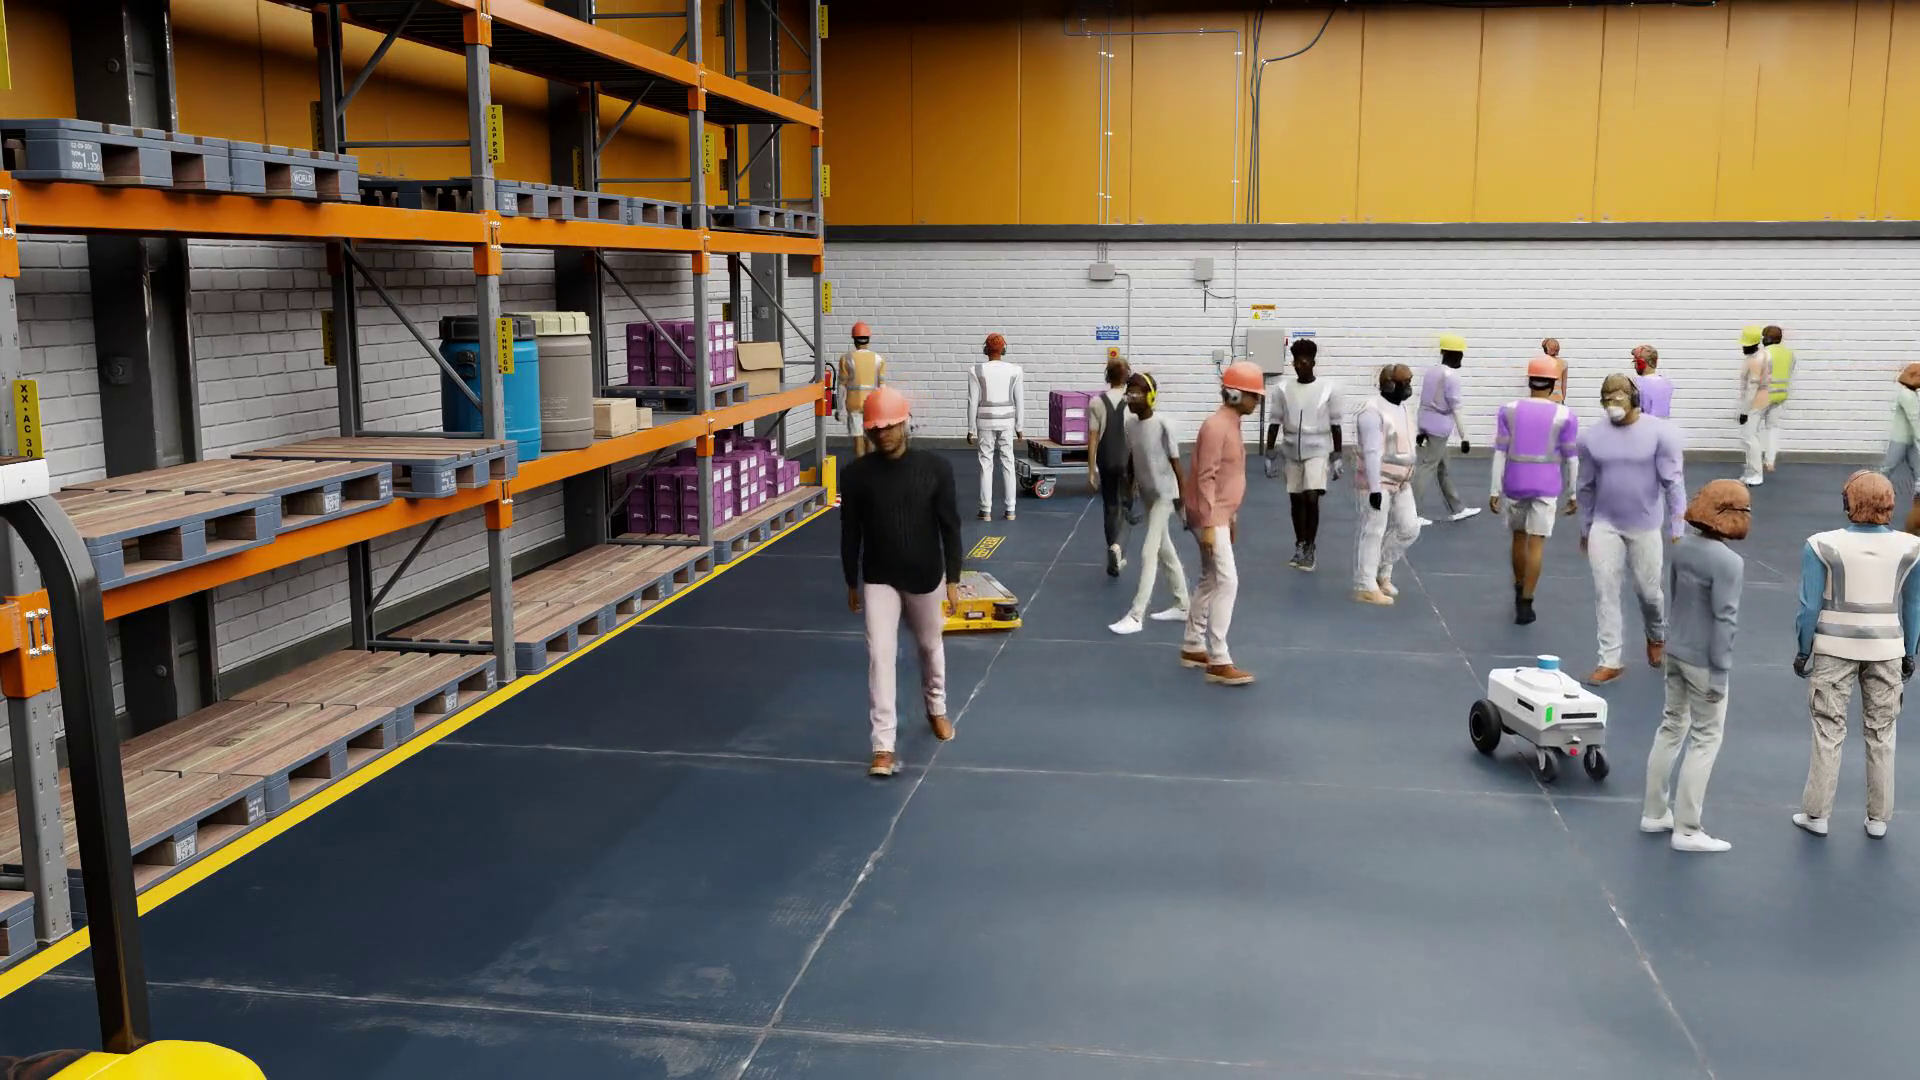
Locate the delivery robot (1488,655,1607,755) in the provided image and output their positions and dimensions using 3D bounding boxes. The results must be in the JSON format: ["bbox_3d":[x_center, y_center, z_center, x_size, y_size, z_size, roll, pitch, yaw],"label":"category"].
[{"bbox_3d":[2.967,0.828,8.423,0.477,0.478,0.707,-1,9,-7],"label":"delivery robot"}]

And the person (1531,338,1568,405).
[{"bbox_3d":[7.599,-1.782,21.479,0.521,1.638,0.306,-3,10,-17],"label":"person"}]

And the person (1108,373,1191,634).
[{"bbox_3d":[1.339,-0.262,11.651,0.829,1.805,0.562,-5,11,-29],"label":"person"}]

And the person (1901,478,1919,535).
[{"bbox_3d":[8.197,-0.702,13.775,0.602,1.976,1.099,-4,10,-24],"label":"person"}]

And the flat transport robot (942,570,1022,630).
[{"bbox_3d":[-0.024,0.420,12.103,0.652,0.197,1.431,-2,9,-11],"label":"flat transport robot"}]

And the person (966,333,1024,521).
[{"bbox_3d":[0.352,-1.129,16.690,0.584,1.882,0.337,-2,9,-12],"label":"person"}]

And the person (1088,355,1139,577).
[{"bbox_3d":[1.292,-0.599,13.623,0.520,1.827,0.787,3,10,17],"label":"person"}]

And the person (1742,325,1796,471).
[{"bbox_3d":[10.088,-1.763,20.785,0.635,1.828,0.492,-2,9,-13],"label":"person"}]

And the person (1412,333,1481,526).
[{"bbox_3d":[4.778,-1.075,16.320,0.931,1.889,0.621,-1,9,-9],"label":"person"}]

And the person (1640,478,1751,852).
[{"bbox_3d":[3.216,0.537,7.225,0.298,1.624,0.509,-1,9,-5],"label":"person"}]

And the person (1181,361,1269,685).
[{"bbox_3d":[1.610,-0.114,10.204,0.493,1.966,0.682,3,10,19],"label":"person"}]

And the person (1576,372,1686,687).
[{"bbox_3d":[4.118,-0.083,10.179,0.687,1.906,0.796,8,12,41],"label":"person"}]

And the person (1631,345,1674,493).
[{"bbox_3d":[6.179,-0.833,15.005,0.564,1.839,0.390,-6,11,-32],"label":"person"}]

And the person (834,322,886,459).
[{"bbox_3d":[-1.157,-1.534,19.107,0.549,1.932,0.601,-4,10,-21],"label":"person"}]

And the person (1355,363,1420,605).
[{"bbox_3d":[3.197,-0.413,12.481,0.445,1.827,0.632,9,13,44],"label":"person"}]

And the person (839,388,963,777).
[{"bbox_3d":[-0.293,0.176,8.563,0.641,1.942,1.037,1,9,4],"label":"person"}]

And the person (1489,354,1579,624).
[{"bbox_3d":[4.182,-0.383,12.023,0.575,1.900,0.884,5,11,30],"label":"person"}]

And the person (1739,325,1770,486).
[{"bbox_3d":[9.285,-1.577,19.503,0.374,1.877,0.685,5,10,27],"label":"person"}]

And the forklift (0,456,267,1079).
[{"bbox_3d":[-2.328,0.975,2.765,2.313,2.155,1.214,1,9,9],"label":"forklift"}]

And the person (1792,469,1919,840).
[{"bbox_3d":[3.951,0.511,7.330,0.514,1.641,0.308,2,9,11],"label":"person"}]

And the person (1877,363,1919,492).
[{"bbox_3d":[9.490,-0.976,16.673,0.877,1.586,0.494,7,11,36],"label":"person"}]

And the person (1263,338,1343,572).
[{"bbox_3d":[2.846,-0.703,13.888,0.633,1.936,0.740,5,11,30],"label":"person"}]
